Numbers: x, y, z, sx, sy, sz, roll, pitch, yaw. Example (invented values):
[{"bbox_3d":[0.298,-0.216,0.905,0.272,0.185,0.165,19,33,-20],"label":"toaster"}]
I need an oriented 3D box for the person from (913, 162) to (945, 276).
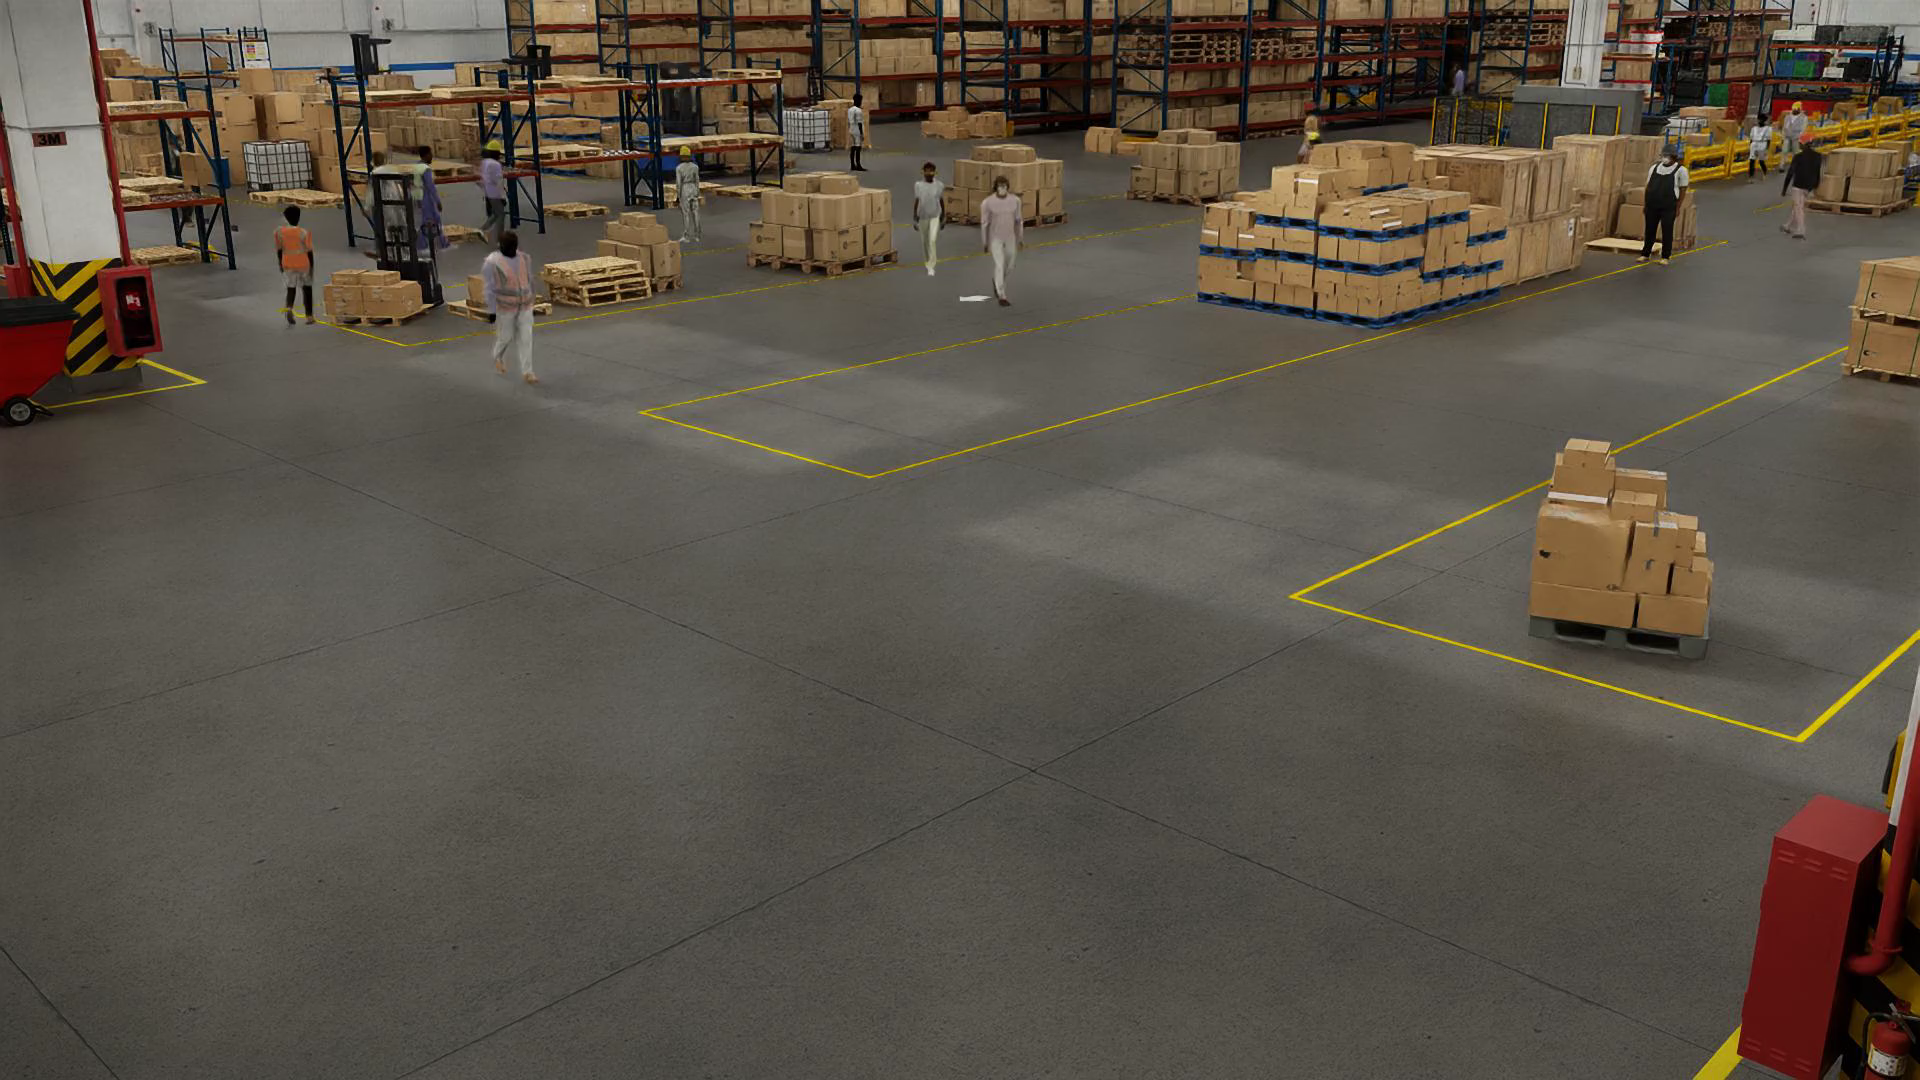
[{"bbox_3d":[-0.510,-5.349,27.551,0.525,1.835,0.909,1,18,4],"label":"person"}]

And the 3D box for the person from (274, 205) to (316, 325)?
[{"bbox_3d":[-9.225,-3.795,23.090,0.533,1.675,0.609,-2,18,-5],"label":"person"}]

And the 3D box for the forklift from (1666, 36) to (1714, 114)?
[{"bbox_3d":[27.341,-17.291,61.877,1.129,2.768,1.873,17,25,41],"label":"forklift"}]

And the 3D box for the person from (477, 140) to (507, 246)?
[{"bbox_3d":[-8.516,-6.310,30.319,0.524,1.912,0.593,-16,24,-39],"label":"person"}]

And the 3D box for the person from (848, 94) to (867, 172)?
[{"bbox_3d":[-2.646,-10.451,42.708,0.377,1.959,0.603,-11,21,-30],"label":"person"}]

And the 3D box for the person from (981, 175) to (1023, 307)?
[{"bbox_3d":[0.605,-4.475,24.759,0.635,1.922,0.756,-7,20,-20],"label":"person"}]

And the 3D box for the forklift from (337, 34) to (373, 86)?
[{"bbox_3d":[-23.335,-18.339,65.035,1.129,2.768,1.873,17,25,41],"label":"forklift"}]

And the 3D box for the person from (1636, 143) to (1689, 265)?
[{"bbox_3d":[11.939,-5.713,28.307,0.539,2.000,0.689,-17,25,-42],"label":"person"}]

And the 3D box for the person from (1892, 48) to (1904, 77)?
[{"bbox_3d":[46.444,-23.617,82.614,0.917,1.799,0.661,7,20,19],"label":"person"}]

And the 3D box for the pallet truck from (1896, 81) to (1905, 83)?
[{"bbox_3d":[34.802,-16.331,61.455,0.653,1.274,1.630,17,25,41],"label":"pallet truck"}]

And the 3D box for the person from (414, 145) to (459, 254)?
[{"bbox_3d":[-9.288,-6.026,29.470,0.818,1.892,0.614,-10,21,-28],"label":"person"}]

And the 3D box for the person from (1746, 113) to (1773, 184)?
[{"bbox_3d":[19.261,-9.419,40.030,0.505,1.687,0.535,-15,23,-37],"label":"person"}]

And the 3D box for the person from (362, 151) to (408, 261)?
[{"bbox_3d":[-9.934,-5.696,28.484,1.008,1.891,0.651,3,19,10],"label":"person"}]

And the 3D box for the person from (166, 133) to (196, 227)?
[{"bbox_3d":[-15.304,-7.094,32.794,0.460,1.830,0.549,15,24,39],"label":"person"}]

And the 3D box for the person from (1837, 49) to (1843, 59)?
[{"bbox_3d":[41.344,-22.293,78.358,0.409,1.987,0.608,15,23,37],"label":"person"}]

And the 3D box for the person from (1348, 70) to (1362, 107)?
[{"bbox_3d":[14.325,-16.248,60.605,0.538,1.676,0.640,17,25,42],"label":"person"}]

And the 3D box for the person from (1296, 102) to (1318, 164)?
[{"bbox_3d":[8.471,-9.736,40.664,0.996,1.881,0.554,14,23,36],"label":"person"}]

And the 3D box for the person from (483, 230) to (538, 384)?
[{"bbox_3d":[-5.371,-2.803,19.880,0.637,1.822,0.748,-15,23,-38],"label":"person"}]

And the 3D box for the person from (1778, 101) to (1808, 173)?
[{"bbox_3d":[21.350,-10.314,42.554,0.795,1.811,0.601,-16,24,-40],"label":"person"}]

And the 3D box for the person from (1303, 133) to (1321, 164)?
[{"bbox_3d":[7.189,-7.451,34.034,0.543,1.711,0.895,-10,21,-29],"label":"person"}]

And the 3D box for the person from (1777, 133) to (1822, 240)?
[{"bbox_3d":[15.782,-6.676,31.349,0.641,1.946,0.974,-6,19,-16],"label":"person"}]

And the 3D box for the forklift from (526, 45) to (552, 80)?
[{"bbox_3d":[-13.217,-14.218,52.618,1.129,2.768,1.873,17,25,41],"label":"forklift"}]

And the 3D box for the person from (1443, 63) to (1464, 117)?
[{"bbox_3d":[18.187,-16.545,61.145,0.819,1.906,0.626,11,21,31],"label":"person"}]

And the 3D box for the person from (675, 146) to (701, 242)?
[{"bbox_3d":[-5.062,-6.420,30.901,0.486,1.744,0.294,-16,24,-39],"label":"person"}]

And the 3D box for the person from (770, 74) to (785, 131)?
[{"bbox_3d":[-5.965,-14.368,54.680,0.523,1.856,0.703,-11,21,-29],"label":"person"}]

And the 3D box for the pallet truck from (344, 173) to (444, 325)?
[{"bbox_3d":[-8.209,-4.181,23.757,0.823,1.965,1.885,3,19,9],"label":"pallet truck"}]

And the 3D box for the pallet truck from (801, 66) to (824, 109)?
[{"bbox_3d":[-4.812,-15.182,56.903,0.823,1.965,1.885,-9,21,-26],"label":"pallet truck"}]

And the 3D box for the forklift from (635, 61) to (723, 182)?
[{"bbox_3d":[-6.952,-10.270,40.722,1.129,2.768,1.873,17,25,41],"label":"forklift"}]
